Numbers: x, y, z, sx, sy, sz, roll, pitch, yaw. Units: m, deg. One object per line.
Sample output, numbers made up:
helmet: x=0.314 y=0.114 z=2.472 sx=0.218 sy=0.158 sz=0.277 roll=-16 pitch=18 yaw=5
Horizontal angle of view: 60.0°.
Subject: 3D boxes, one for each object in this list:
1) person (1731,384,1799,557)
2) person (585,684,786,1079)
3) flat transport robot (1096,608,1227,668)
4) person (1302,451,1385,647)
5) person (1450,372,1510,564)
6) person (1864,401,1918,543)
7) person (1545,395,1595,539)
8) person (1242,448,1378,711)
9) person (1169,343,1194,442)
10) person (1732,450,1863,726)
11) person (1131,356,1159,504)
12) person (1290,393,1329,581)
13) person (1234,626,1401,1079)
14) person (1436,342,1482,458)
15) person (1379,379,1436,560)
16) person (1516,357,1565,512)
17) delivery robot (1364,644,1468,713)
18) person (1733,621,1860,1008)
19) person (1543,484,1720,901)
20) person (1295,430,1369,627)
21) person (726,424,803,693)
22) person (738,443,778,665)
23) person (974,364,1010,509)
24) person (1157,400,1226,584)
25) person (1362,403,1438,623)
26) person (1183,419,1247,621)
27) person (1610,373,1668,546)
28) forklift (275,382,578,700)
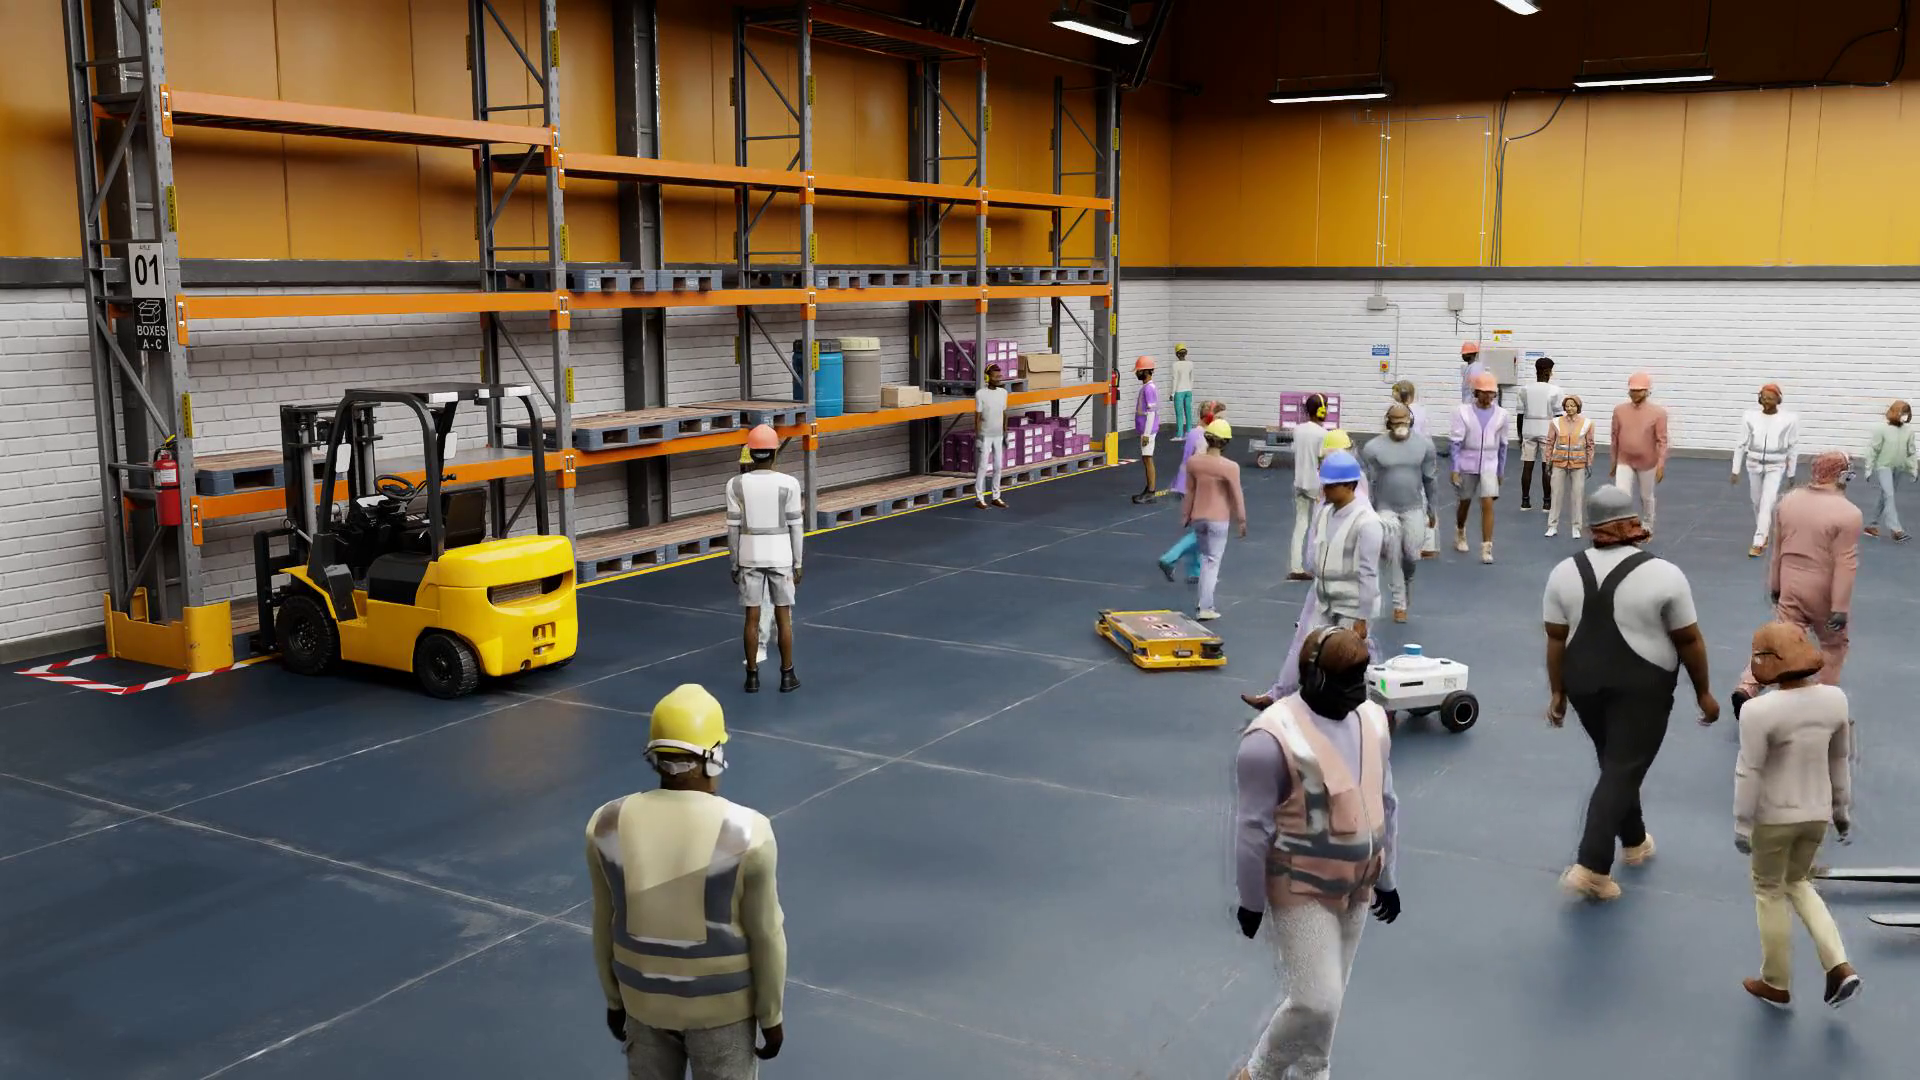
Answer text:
person: x=8.676 y=-0.770 z=17.937 sx=0.595 sy=1.837 sz=1.001 roll=7 pitch=11 yaw=37
person: x=-0.786 y=1.326 z=4.875 sx=0.592 sy=1.825 sz=0.403 roll=2 pitch=9 yaw=13
flat transport robot: x=1.577 y=0.763 z=13.219 sx=0.652 sy=0.197 sz=1.431 roll=-2 pitch=9 yaw=-10
person: x=2.355 y=0.412 z=10.253 sx=0.429 sy=1.931 sz=0.613 roll=-5 pitch=10 yaw=-26
person: x=5.473 y=-0.794 z=17.598 sx=0.611 sy=2.000 sz=1.040 roll=1 pitch=9 yaw=7
person: x=10.520 y=-0.774 z=18.723 sx=0.514 sy=1.573 sz=0.867 roll=-2 pitch=9 yaw=-10
person: x=6.934 y=-0.835 z=18.937 sx=0.522 sy=1.638 sz=0.308 roll=4 pitch=10 yaw=26
person: x=2.406 y=0.324 z=11.015 sx=0.970 sy=1.856 sz=0.654 roll=-2 pitch=9 yaw=-11
person: x=3.967 y=-2.640 z=29.832 sx=0.523 sy=1.761 sz=0.328 roll=-7 pitch=11 yaw=-36
person: x=5.520 y=0.339 z=10.889 sx=0.866 sy=1.869 sz=0.688 roll=-3 pitch=10 yaw=-20
person: x=2.416 y=-1.438 z=21.781 sx=0.369 sy=1.933 sz=0.553 roll=1 pitch=9 yaw=6
person: x=3.488 y=-0.511 z=16.285 sx=0.643 sy=1.850 sz=0.512 roll=-6 pitch=11 yaw=-33
person: x=1.241 y=1.190 z=5.705 sx=0.625 sy=1.829 sz=0.440 roll=-7 pitch=11 yaw=-37
person: x=8.210 y=-2.252 z=26.966 sx=0.819 sy=1.899 sz=0.566 roll=1 pitch=9 yaw=6
person: x=4.629 y=-0.735 z=17.518 sx=0.928 sy=1.894 sz=0.640 roll=3 pitch=10 yaw=20
person: x=7.330 y=-1.327 z=21.012 sx=0.602 sy=1.958 sz=0.380 roll=7 pitch=11 yaw=37
delivery robot: x=2.985 y=0.932 z=10.988 sx=0.707 sy=0.478 sz=0.477 roll=-3 pitch=10 yaw=-20
person: x=3.374 y=1.132 z=6.716 sx=0.537 sy=1.614 sz=0.414 roll=-2 pitch=9 yaw=-13
person: x=3.238 y=0.690 z=8.169 sx=1.030 sy=2.000 sz=0.743 roll=-7 pitch=12 yaw=-39
person: x=3.144 y=-0.066 z=13.909 sx=0.920 sy=1.704 sz=0.536 roll=-5 pitch=10 yaw=-28
person: x=-1.391 y=0.138 z=11.936 sx=0.542 sy=1.939 sz=0.356 roll=0 pitch=9 yaw=1
person: x=-1.533 y=0.075 z=13.010 sx=0.488 sy=1.726 sz=0.664 roll=5 pitch=10 yaw=29
person: x=0.410 y=-1.324 z=21.323 sx=0.529 sy=1.860 sz=0.331 roll=-6 pitch=11 yaw=-34
person: x=2.234 y=-0.442 z=15.935 sx=0.582 sy=1.818 sz=0.642 roll=0 pitch=9 yaw=0
person: x=3.811 y=-0.253 z=14.477 sx=0.652 sy=1.907 sz=0.595 roll=2 pitch=9 yaw=10
person: x=2.244 y=-0.178 z=14.476 sx=0.562 sy=1.745 sz=0.570 roll=8 pitch=12 yaw=42
person: x=7.391 y=-0.854 z=18.137 sx=0.629 sy=1.942 sz=1.063 roll=7 pitch=11 yaw=37
forklift: x=-3.974 y=-0.067 z=12.417 sx=2.313 sy=2.155 sz=1.214 roll=5 pitch=11 yaw=30
